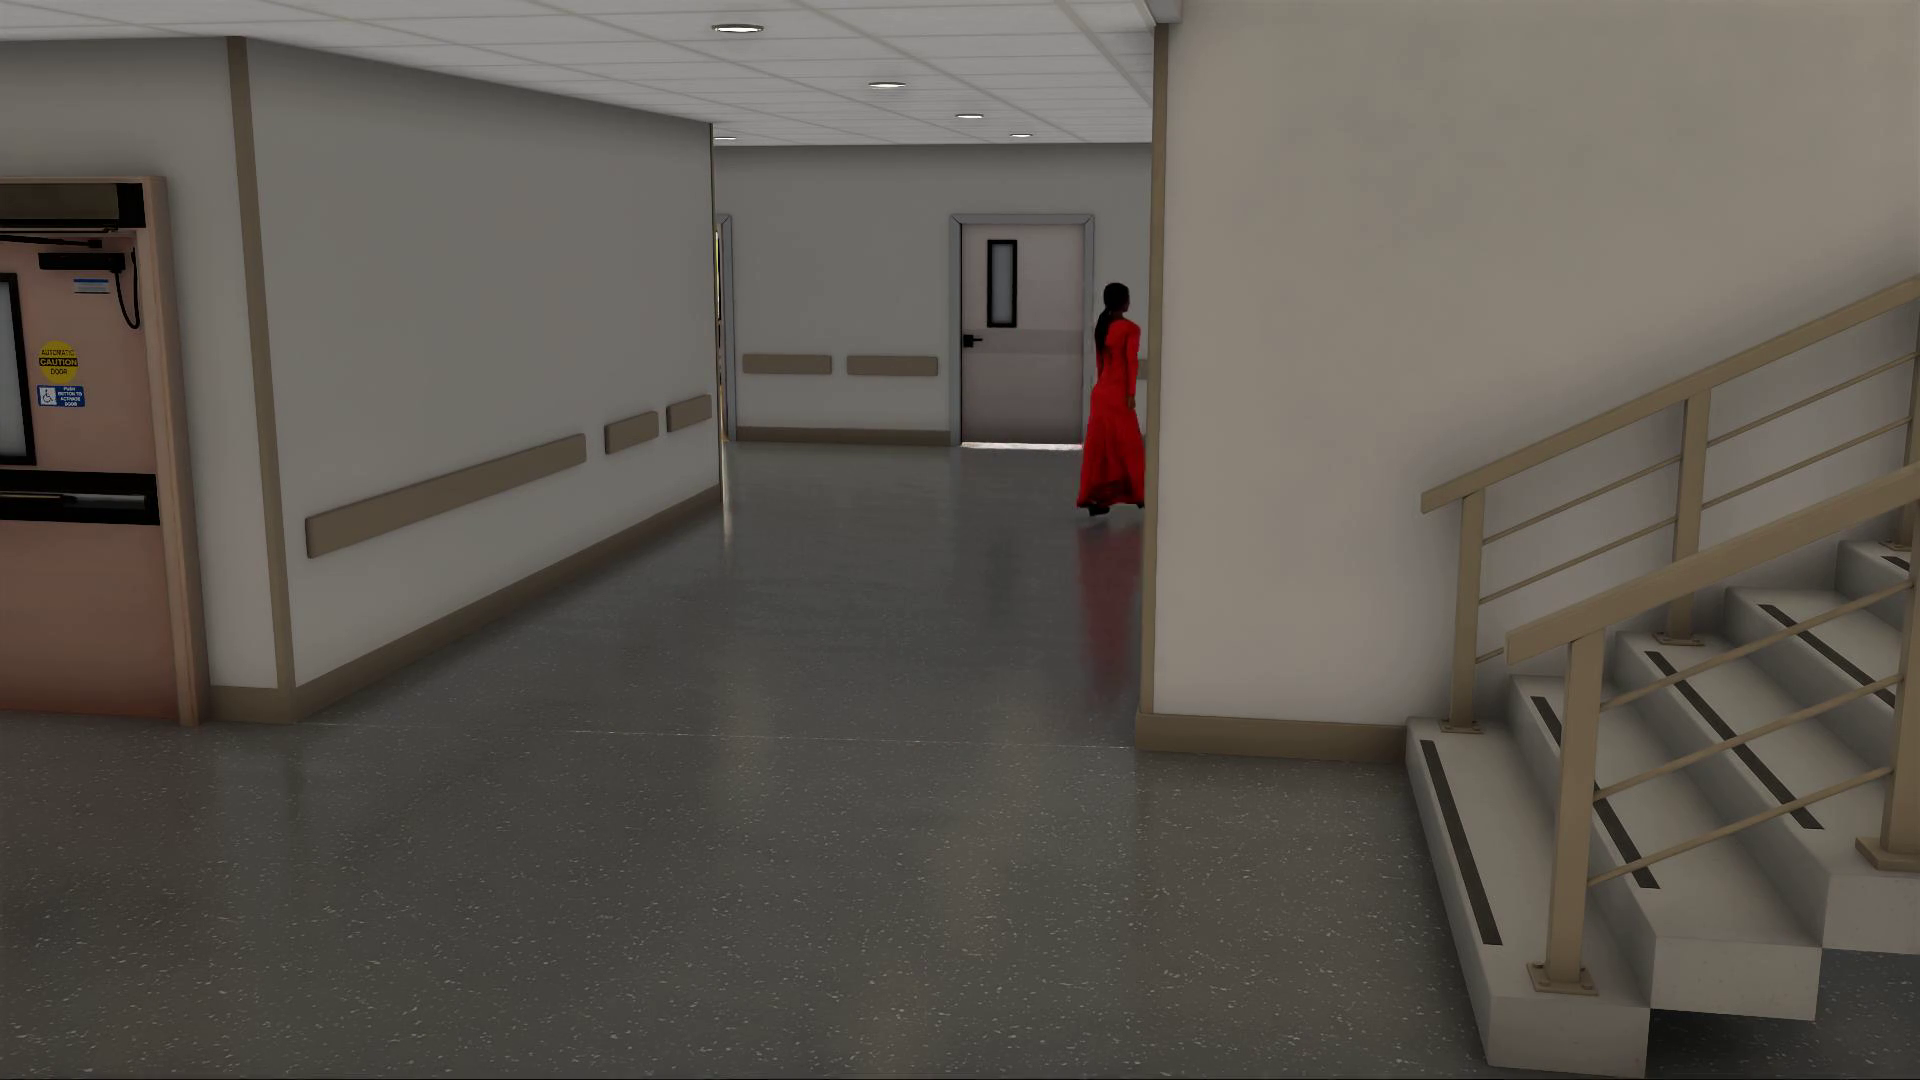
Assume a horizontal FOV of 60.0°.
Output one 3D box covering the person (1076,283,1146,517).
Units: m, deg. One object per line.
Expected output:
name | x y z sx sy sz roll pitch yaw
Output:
person | 1.098 -1.025 12.563 1.078 1.748 1.099 -10 15 -43
